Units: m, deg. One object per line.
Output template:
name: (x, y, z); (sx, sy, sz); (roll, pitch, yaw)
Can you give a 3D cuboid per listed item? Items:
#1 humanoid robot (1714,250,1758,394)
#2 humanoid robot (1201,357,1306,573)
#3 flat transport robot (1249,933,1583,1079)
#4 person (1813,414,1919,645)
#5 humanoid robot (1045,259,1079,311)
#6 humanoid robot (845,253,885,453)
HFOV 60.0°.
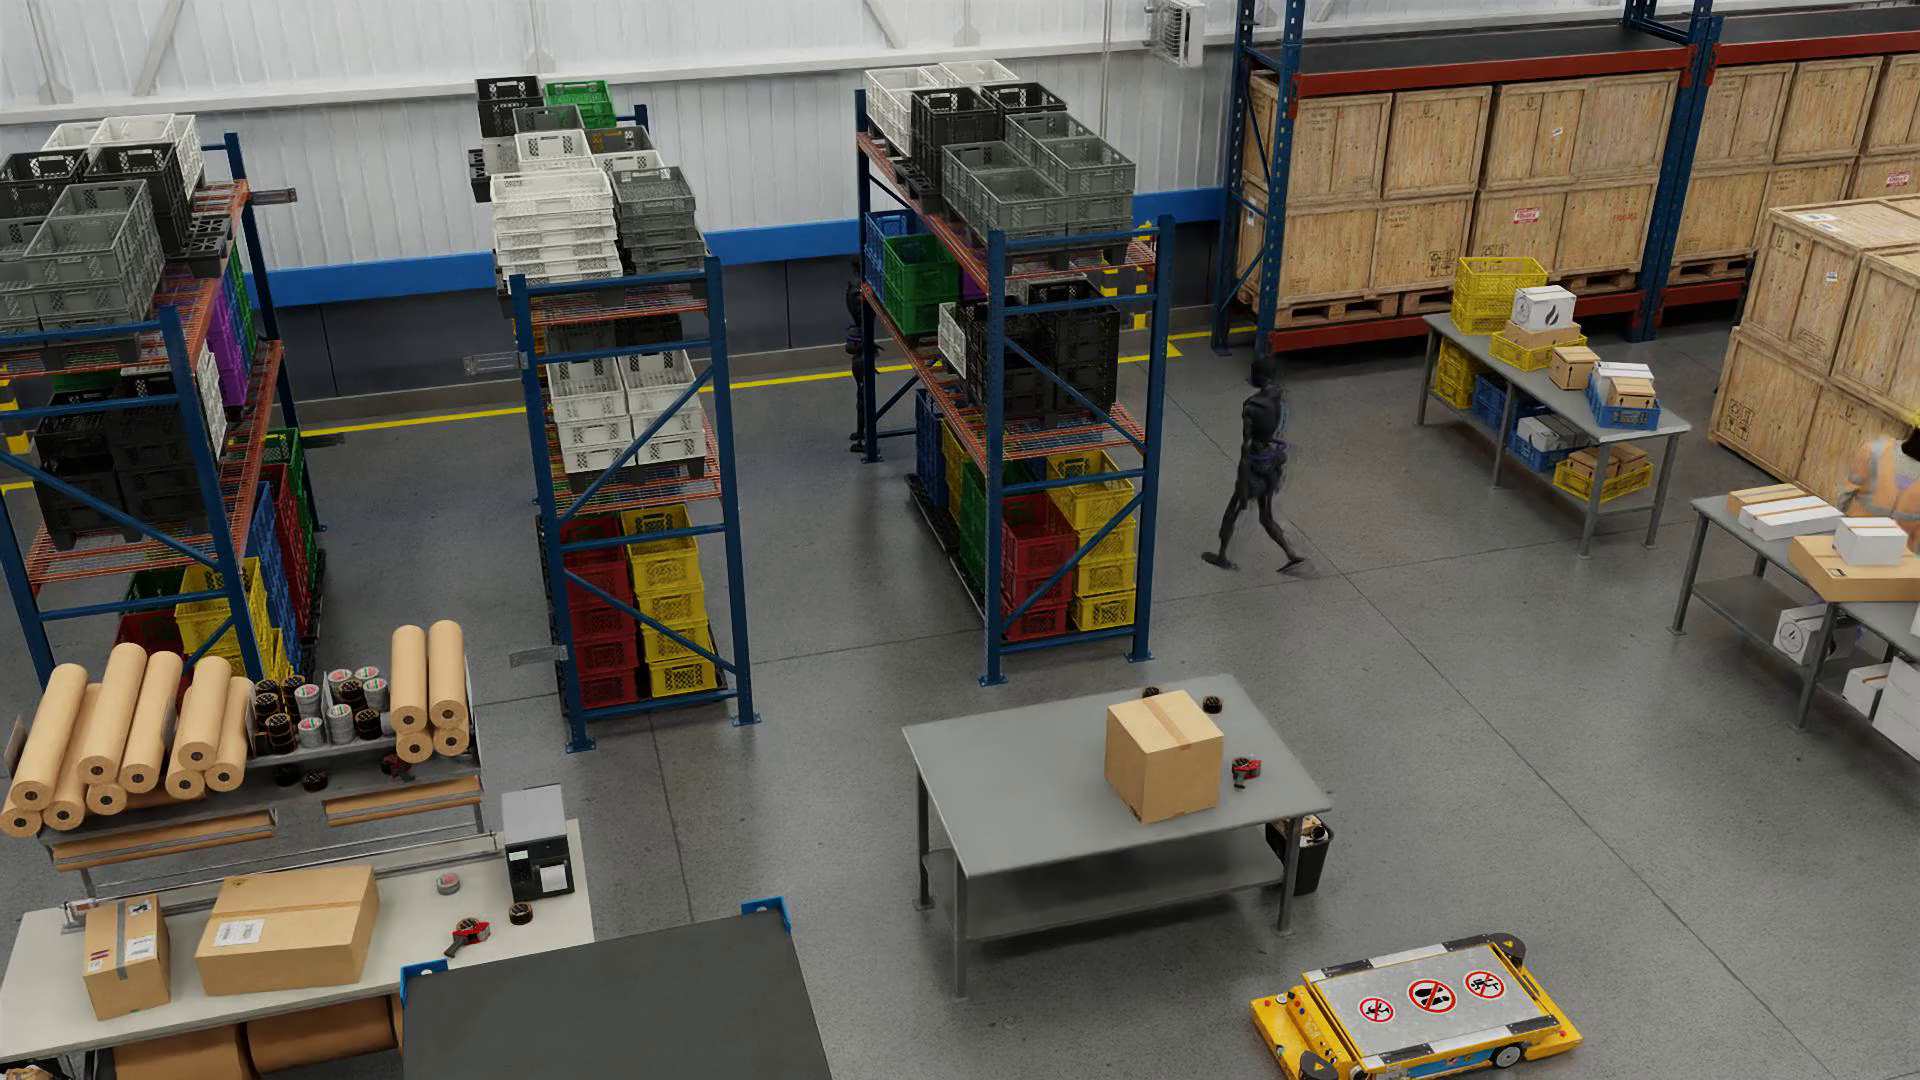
humanoid robot: (6.917, -1.980, 14.301); (0.573, 1.650, 0.340); (-5, 29, -8)
humanoid robot: (2.125, -0.512, 11.664); (0.671, 1.634, 0.589); (22, 36, 35)
flat transport robot: (2.184, 2.282, 7.980); (1.431, 0.197, 0.652); (-8, 30, -14)
person: (5.853, -0.029, 10.539); (0.629, 1.879, 0.481); (14, 32, 24)
humanoid robot: (0.737, -1.943, 14.225); (0.593, 1.653, 0.326); (4, 29, 7)
humanoid robot: (-0.768, -1.530, 13.469); (0.315, 1.656, 0.609); (-1, 29, -1)
